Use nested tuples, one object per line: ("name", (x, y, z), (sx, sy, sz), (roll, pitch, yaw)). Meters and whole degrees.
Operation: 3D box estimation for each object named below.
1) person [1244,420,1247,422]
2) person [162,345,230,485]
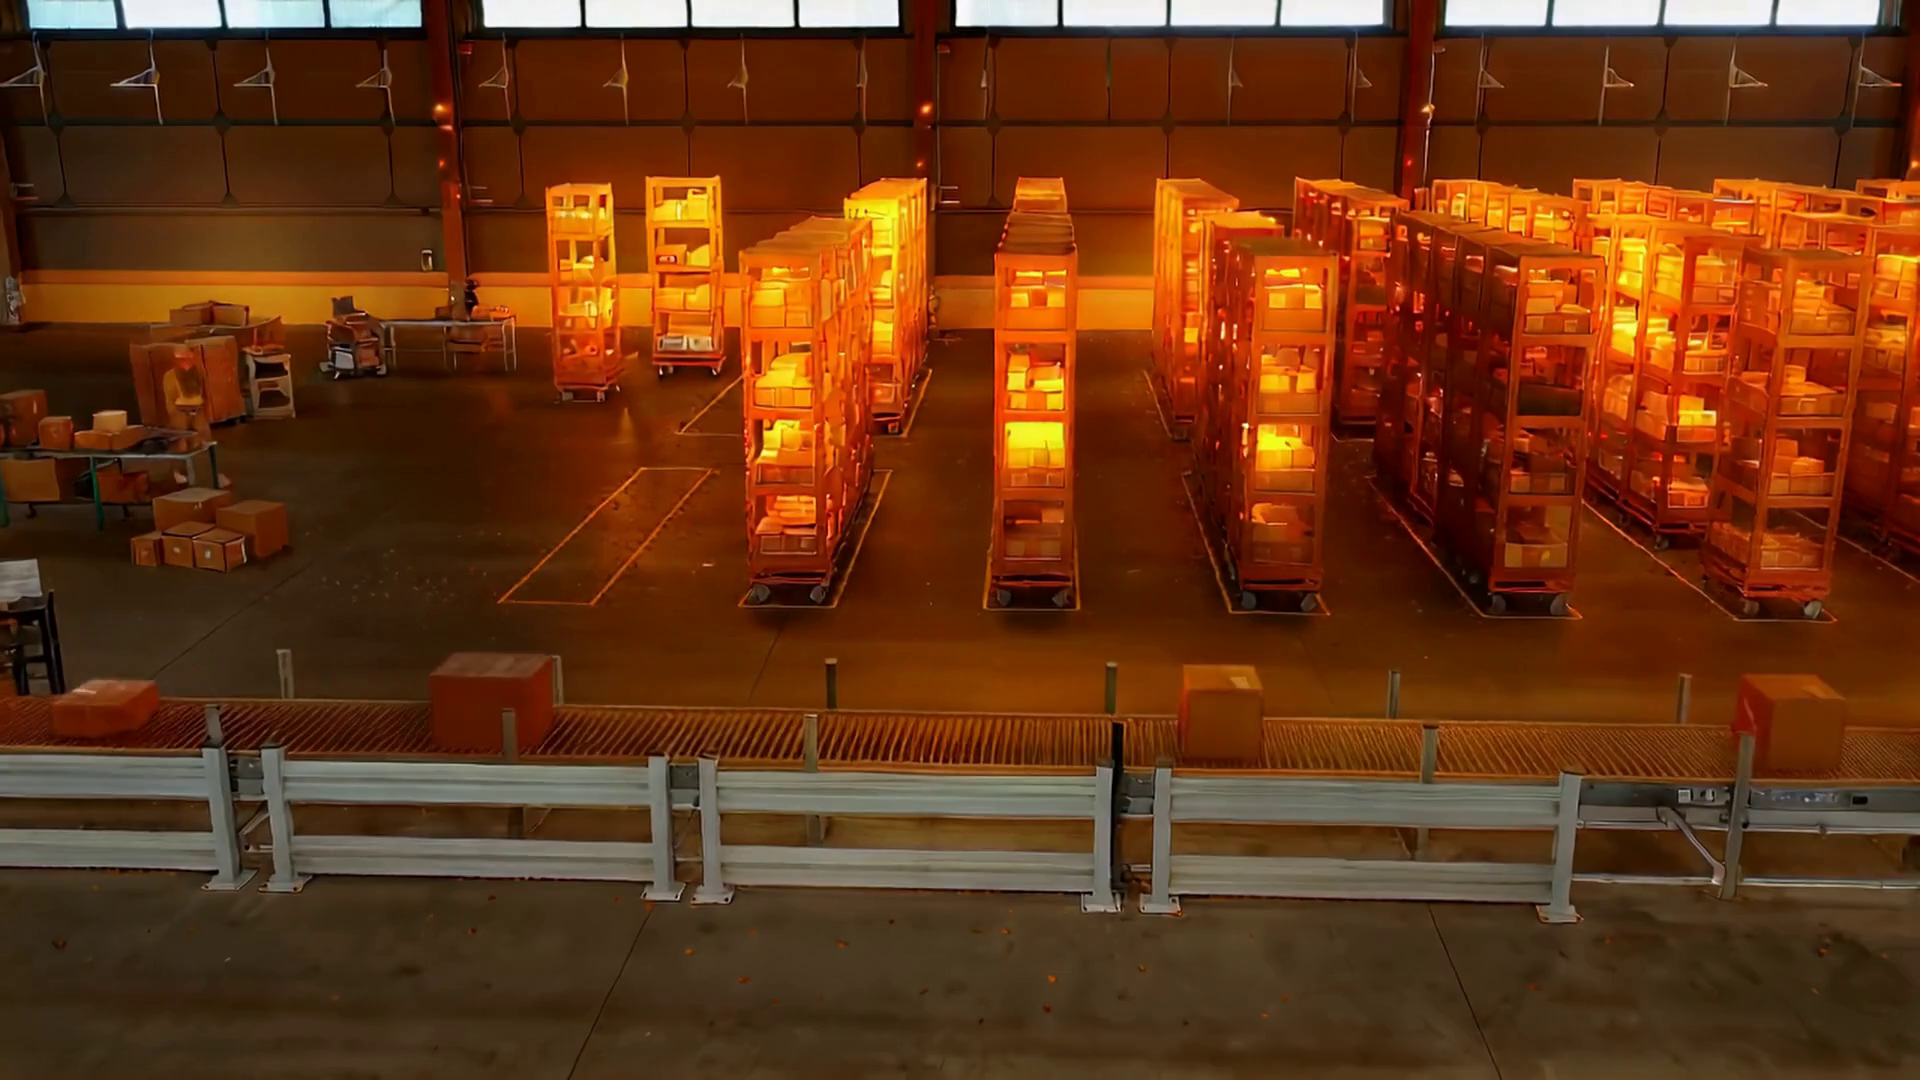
("person", (3.488, -0.917, 19.503), (0.529, 1.812, 0.618), (7, 16, 24))
("person", (-10.223, -1.652, 22.088), (1.017, 1.890, 0.641), (10, 18, 33))
